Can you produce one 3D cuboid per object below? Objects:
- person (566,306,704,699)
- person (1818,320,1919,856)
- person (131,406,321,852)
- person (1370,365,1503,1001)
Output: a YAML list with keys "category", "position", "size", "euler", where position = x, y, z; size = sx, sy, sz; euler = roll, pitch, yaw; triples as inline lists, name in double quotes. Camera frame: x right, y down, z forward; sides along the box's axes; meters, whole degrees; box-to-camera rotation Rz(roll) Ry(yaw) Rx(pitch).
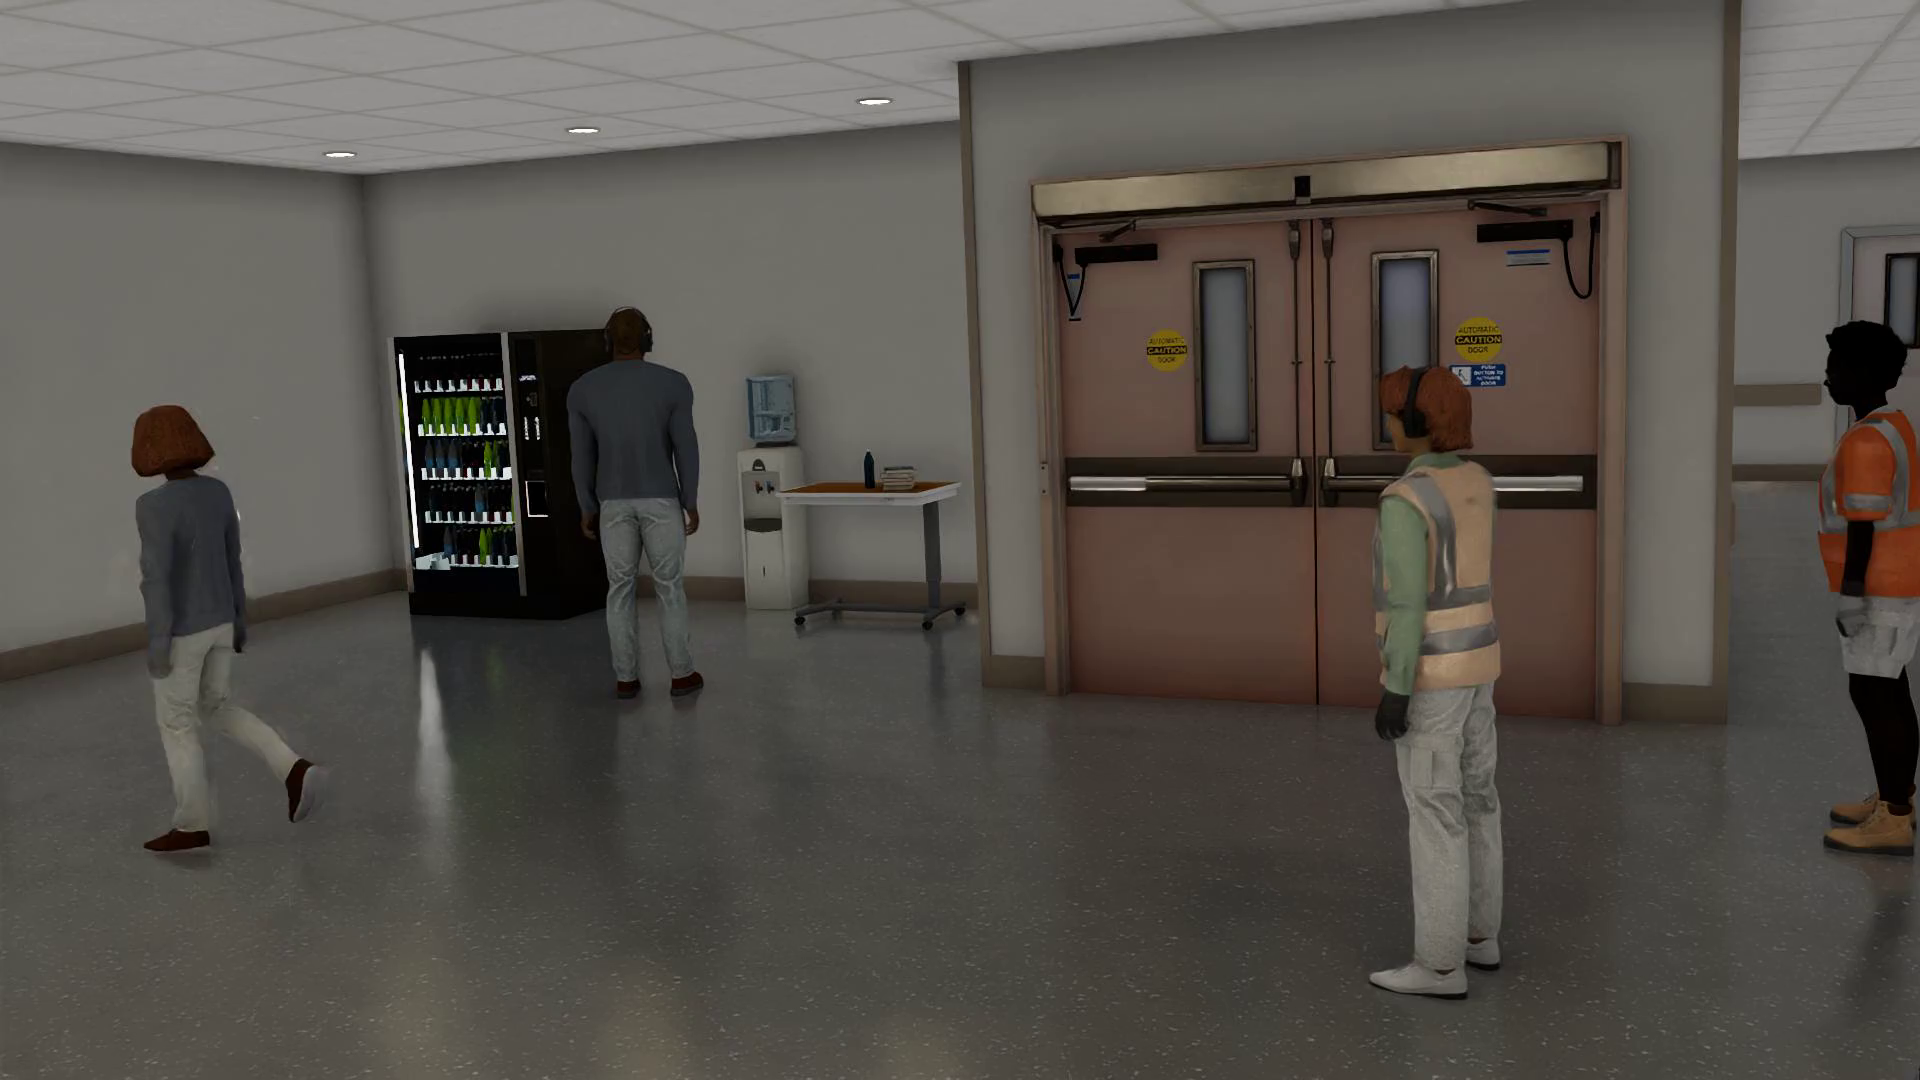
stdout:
- category: "person"
  position: [-1.590, -0.178, 8.229]
  size: [0.629, 1.940, 0.379]
  euler: [-2, 7, 2]
- category: "person"
  position: [2.920, 0.144, 5.318]
  size: [0.323, 1.687, 0.536]
  euler: [3, 9, 35]
- category: "person"
  position: [-2.688, 0.324, 5.951]
  size: [0.550, 1.620, 0.504]
  euler: [-1, 7, 8]
- category: "person"
  position: [1.243, 0.366, 4.322]
  size: [0.311, 1.636, 0.521]
  euler: [4, 10, 41]
